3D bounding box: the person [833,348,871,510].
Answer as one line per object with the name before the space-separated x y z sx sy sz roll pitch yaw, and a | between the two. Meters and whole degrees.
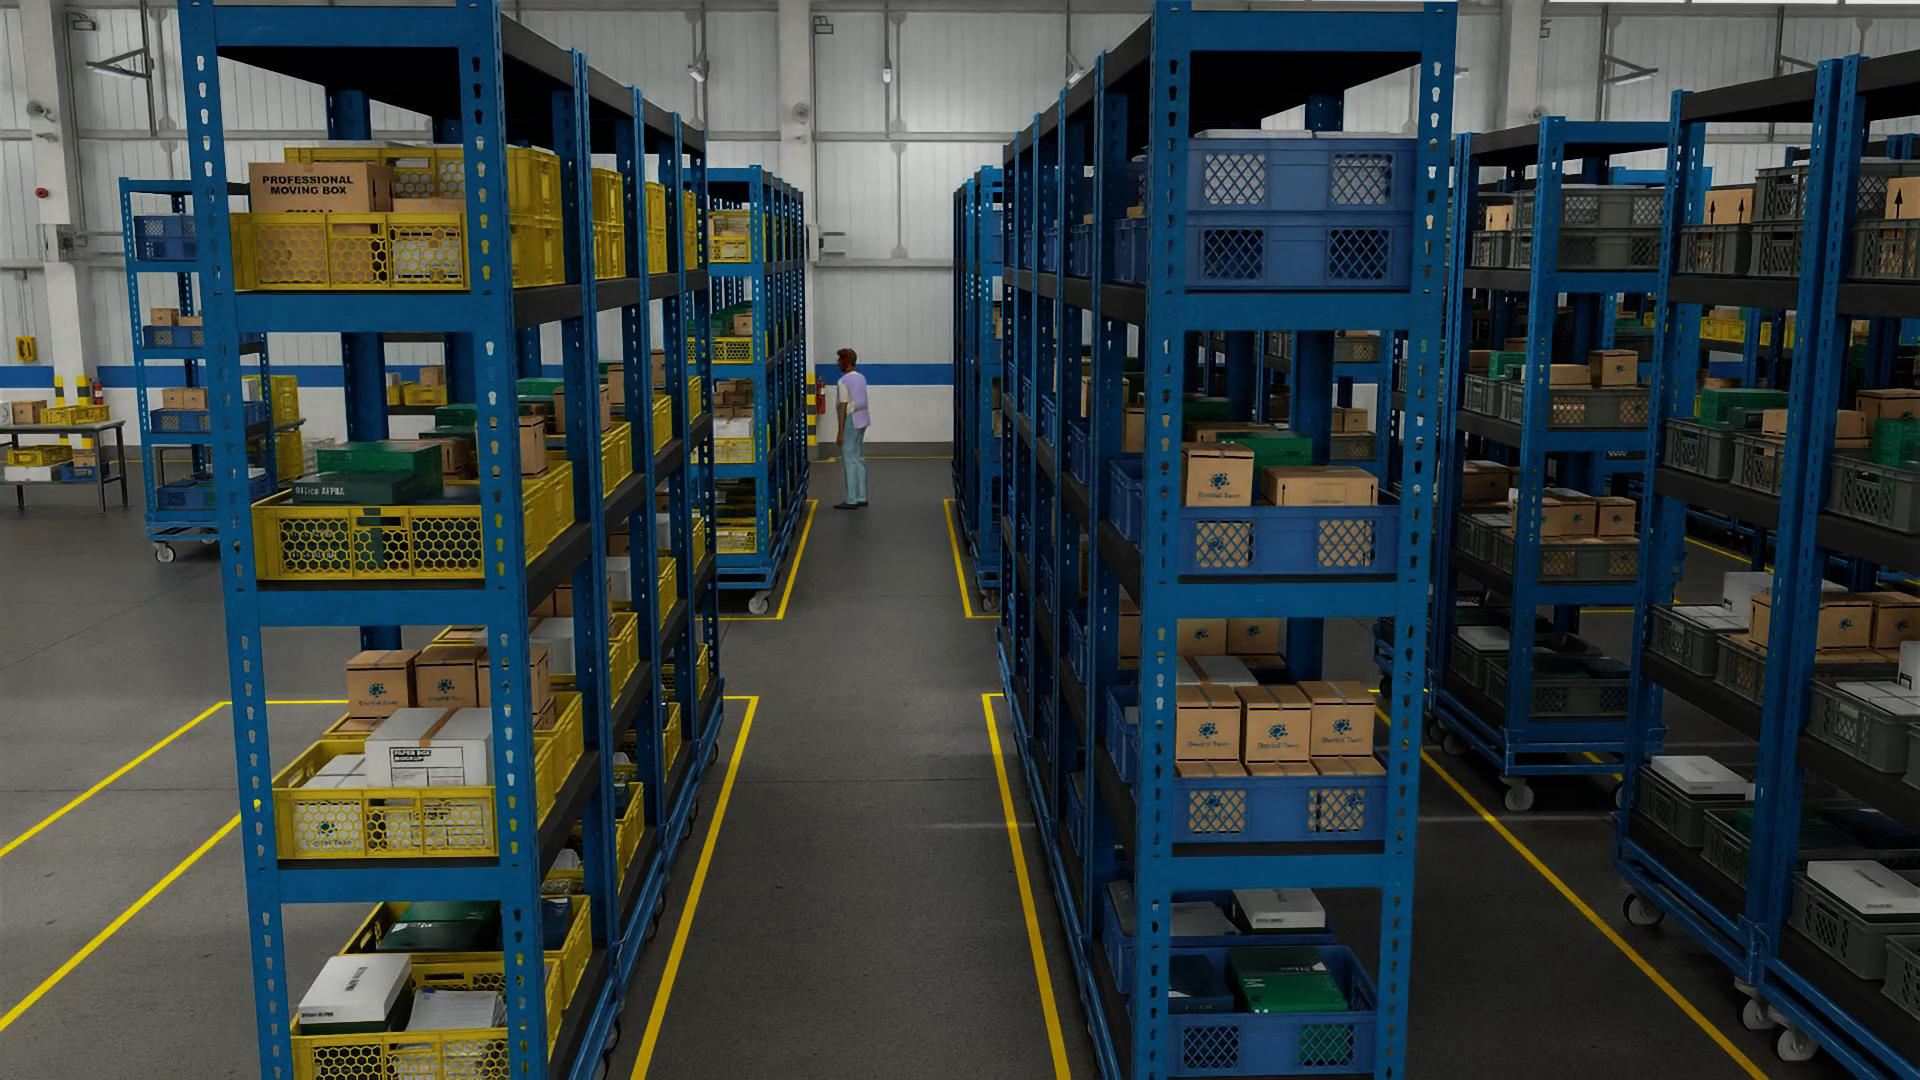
person | -1.224 -1.262 18.964 0.390 1.837 0.560 3 11 19
